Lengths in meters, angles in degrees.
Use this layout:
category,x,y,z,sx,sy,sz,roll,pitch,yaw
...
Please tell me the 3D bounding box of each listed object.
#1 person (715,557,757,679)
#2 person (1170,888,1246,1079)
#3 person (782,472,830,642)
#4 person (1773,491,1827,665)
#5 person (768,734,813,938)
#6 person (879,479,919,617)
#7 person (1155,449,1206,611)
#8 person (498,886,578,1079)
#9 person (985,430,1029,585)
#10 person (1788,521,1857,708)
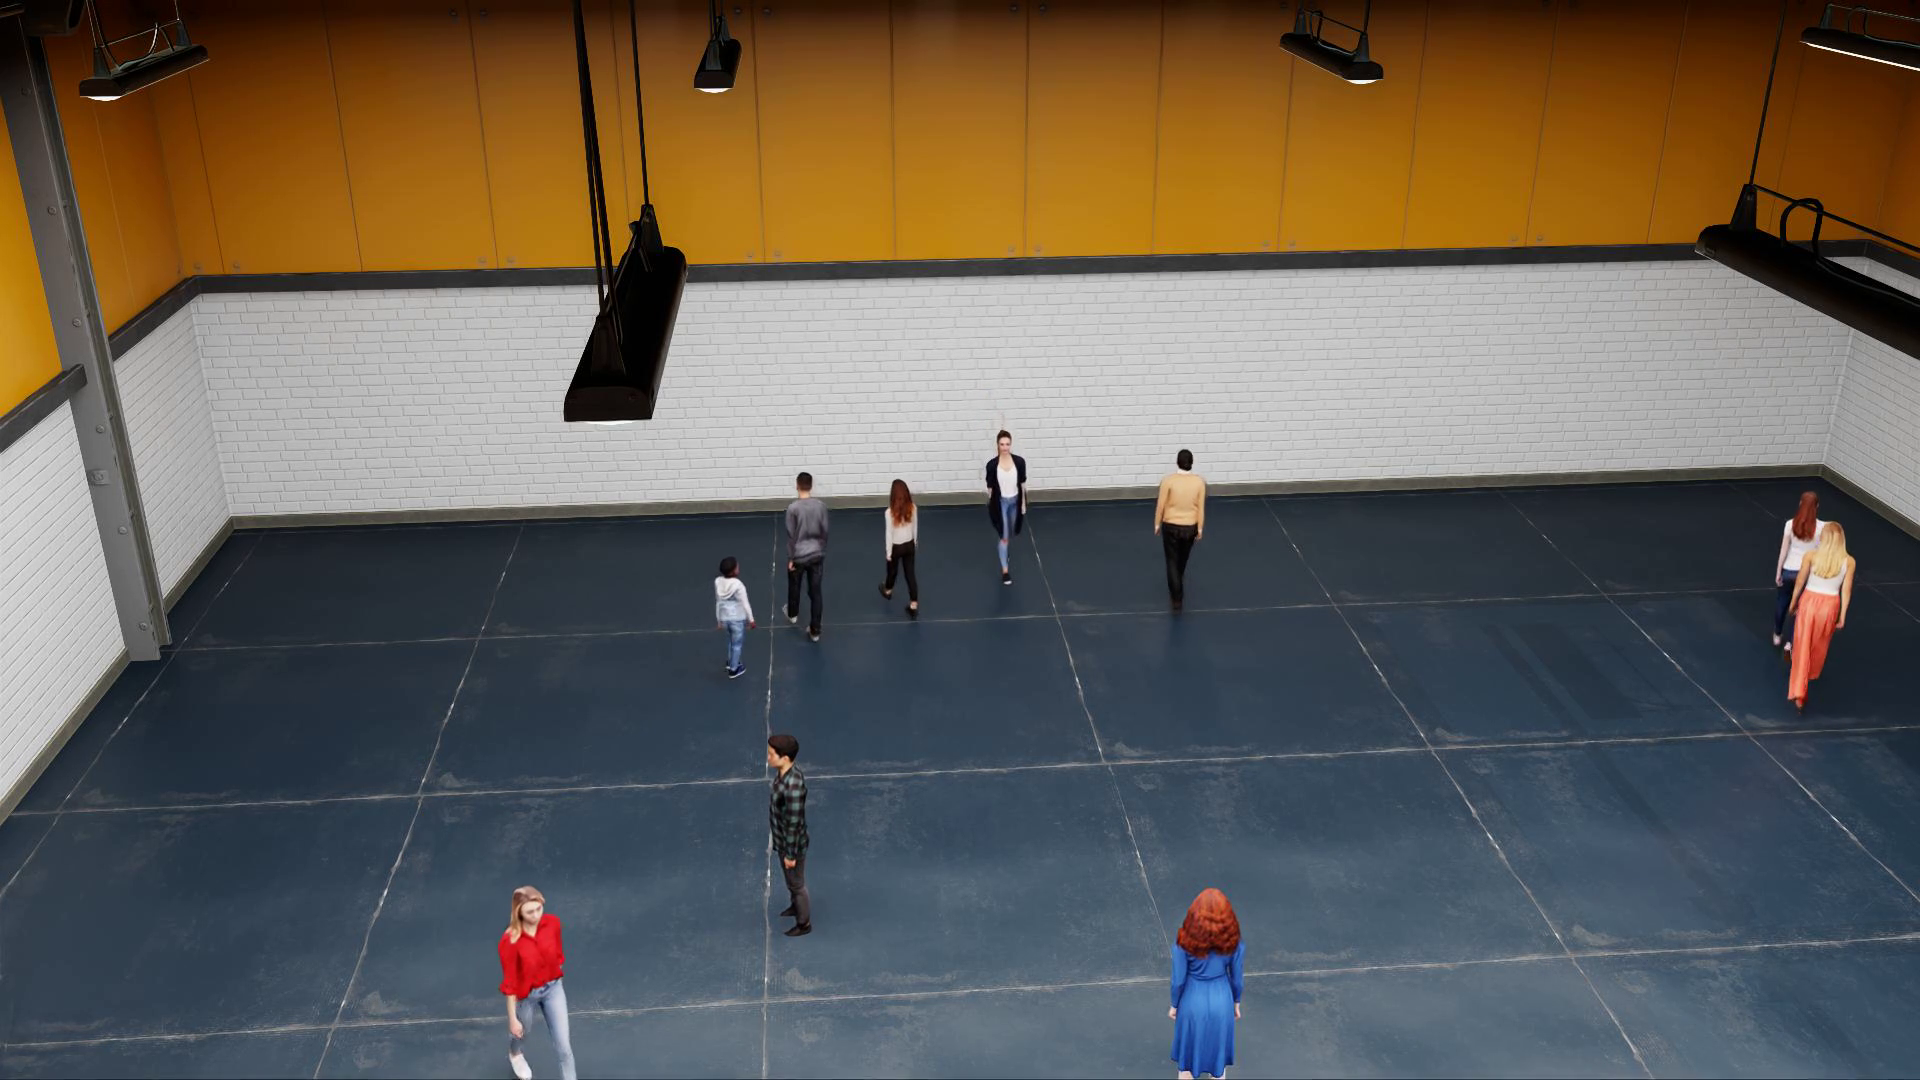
category,x,y,z,sx,sy,sz,roll,pitch,yaw
person,-2.231,0.766,16.101,0.595,1.248,0.654,15,28,31
person,1.524,2.953,10.372,0.627,1.829,0.585,0,24,0
person,-1.520,0.198,16.789,0.805,1.739,1.038,-10,25,-21
person,8.264,0.384,16.395,0.961,1.713,1.127,13,27,27
person,-1.269,2.197,12.396,0.744,1.707,0.532,-6,24,-13
person,-0.569,0.111,17.355,0.762,1.443,1.020,-11,26,-23
person,2.310,-0.091,17.456,0.648,1.733,1.107,-2,24,-5
person,-2.769,2.911,10.679,1.079,1.660,1.219,-20,31,-38
person,0.511,-0.418,18.306,0.684,1.652,1.118,-4,24,-9
person,7.992,0.737,15.547,1.145,1.745,1.356,14,27,29
